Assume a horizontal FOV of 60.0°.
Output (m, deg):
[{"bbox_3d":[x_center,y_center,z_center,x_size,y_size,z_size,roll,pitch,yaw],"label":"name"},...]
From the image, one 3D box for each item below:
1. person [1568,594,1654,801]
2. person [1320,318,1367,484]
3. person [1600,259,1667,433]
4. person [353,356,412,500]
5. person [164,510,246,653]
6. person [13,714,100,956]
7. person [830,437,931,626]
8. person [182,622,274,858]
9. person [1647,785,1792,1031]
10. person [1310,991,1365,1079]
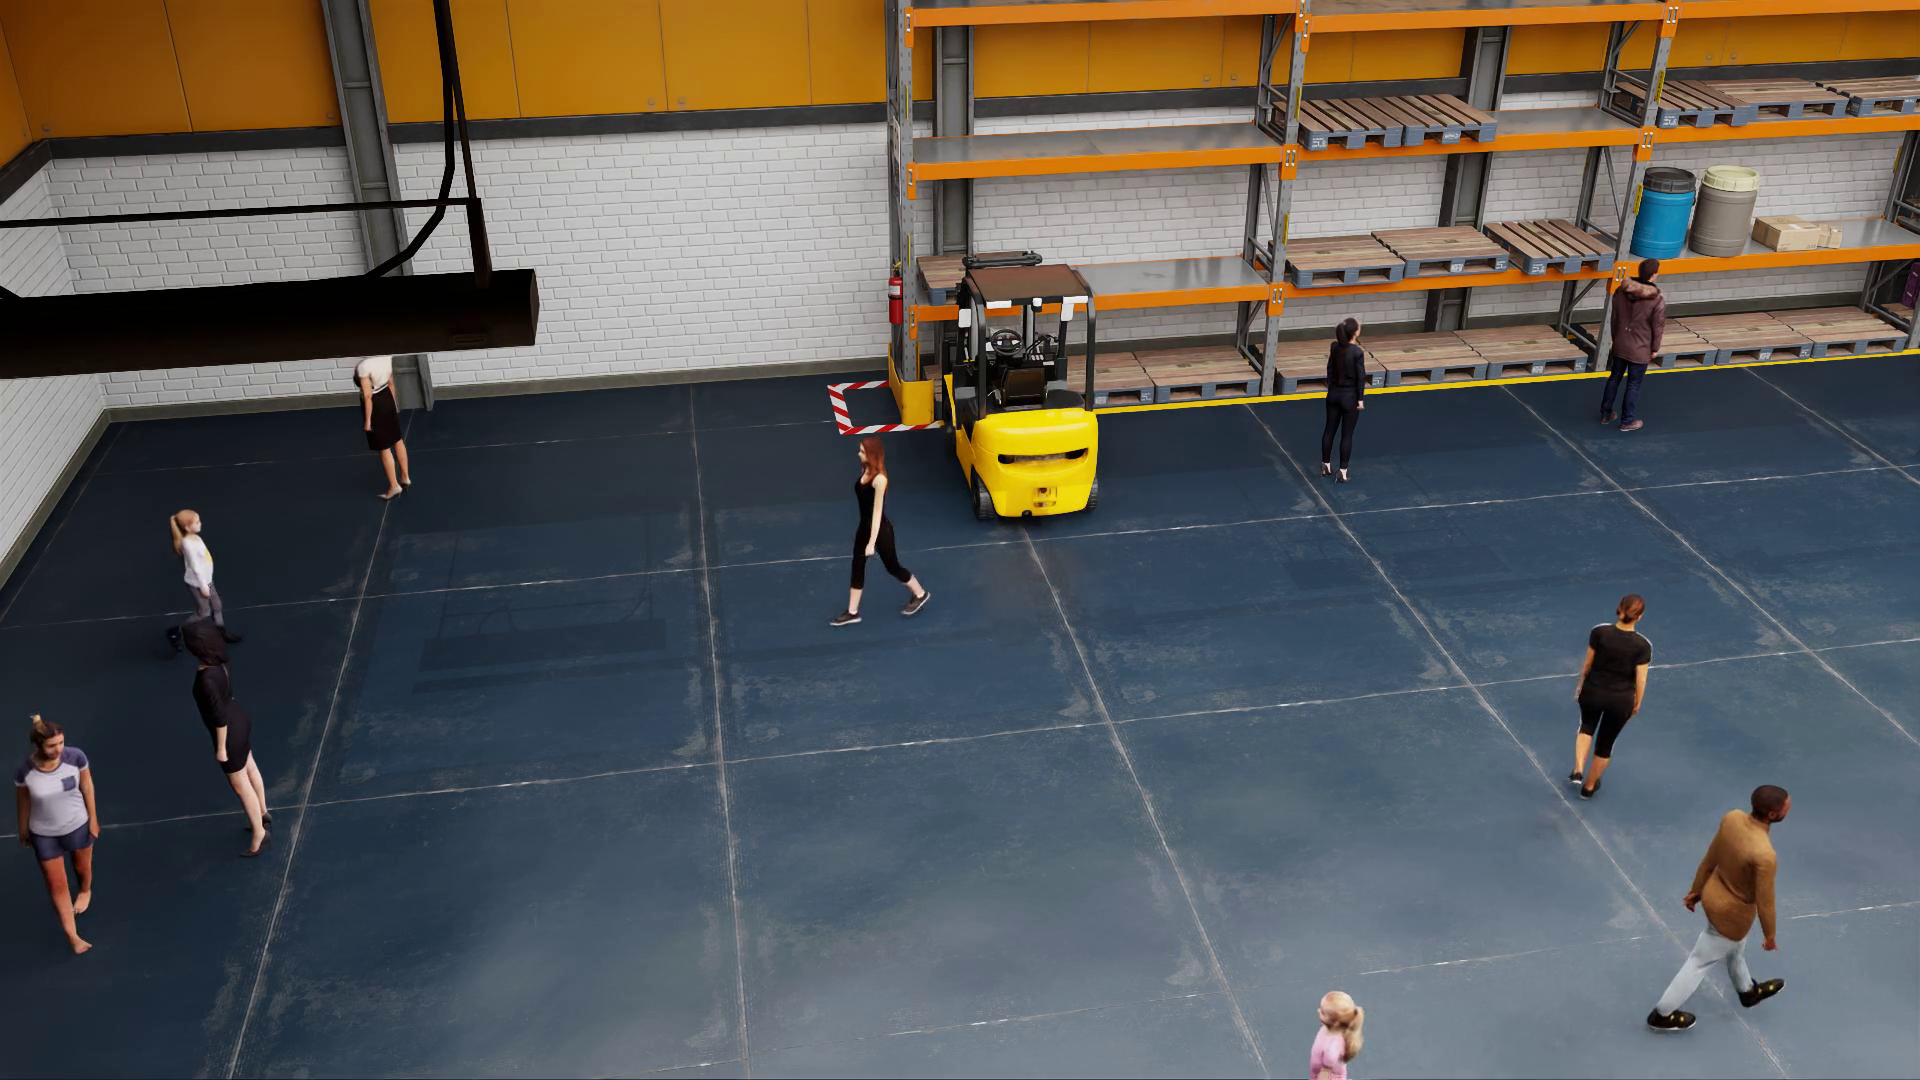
[{"bbox_3d":[4.537,1.141,11.715,0.721,1.657,0.779,19,34,30],"label":"person"},{"bbox_3d":[3.753,-1.376,16.273,0.659,1.710,0.648,-23,36,-35],"label":"person"},{"bbox_3d":[7.024,-2.045,17.359,0.861,1.846,0.867,-20,34,-31],"label":"person"},{"bbox_3d":[-5.544,-1.219,15.942,0.707,1.752,0.717,10,30,17],"label":"person"},{"bbox_3d":[-6.274,0.353,13.570,0.800,1.263,0.517,-7,29,-12],"label":"person"},{"bbox_3d":[-5.715,1.800,10.591,0.980,1.575,0.922,-14,32,-24],"label":"person"},{"bbox_3d":[-0.611,-0.066,13.888,1.192,1.695,0.835,-15,32,-25],"label":"person"},{"bbox_3d":[-4.917,1.328,11.217,0.478,1.804,0.584,-5,29,-9],"label":"person"},{"bbox_3d":[4.376,2.179,9.681,1.132,1.782,0.715,-3,29,-5],"label":"person"},{"bbox_3d":[2.028,2.928,8.870,0.934,1.244,0.703,5,29,10],"label":"person"}]
